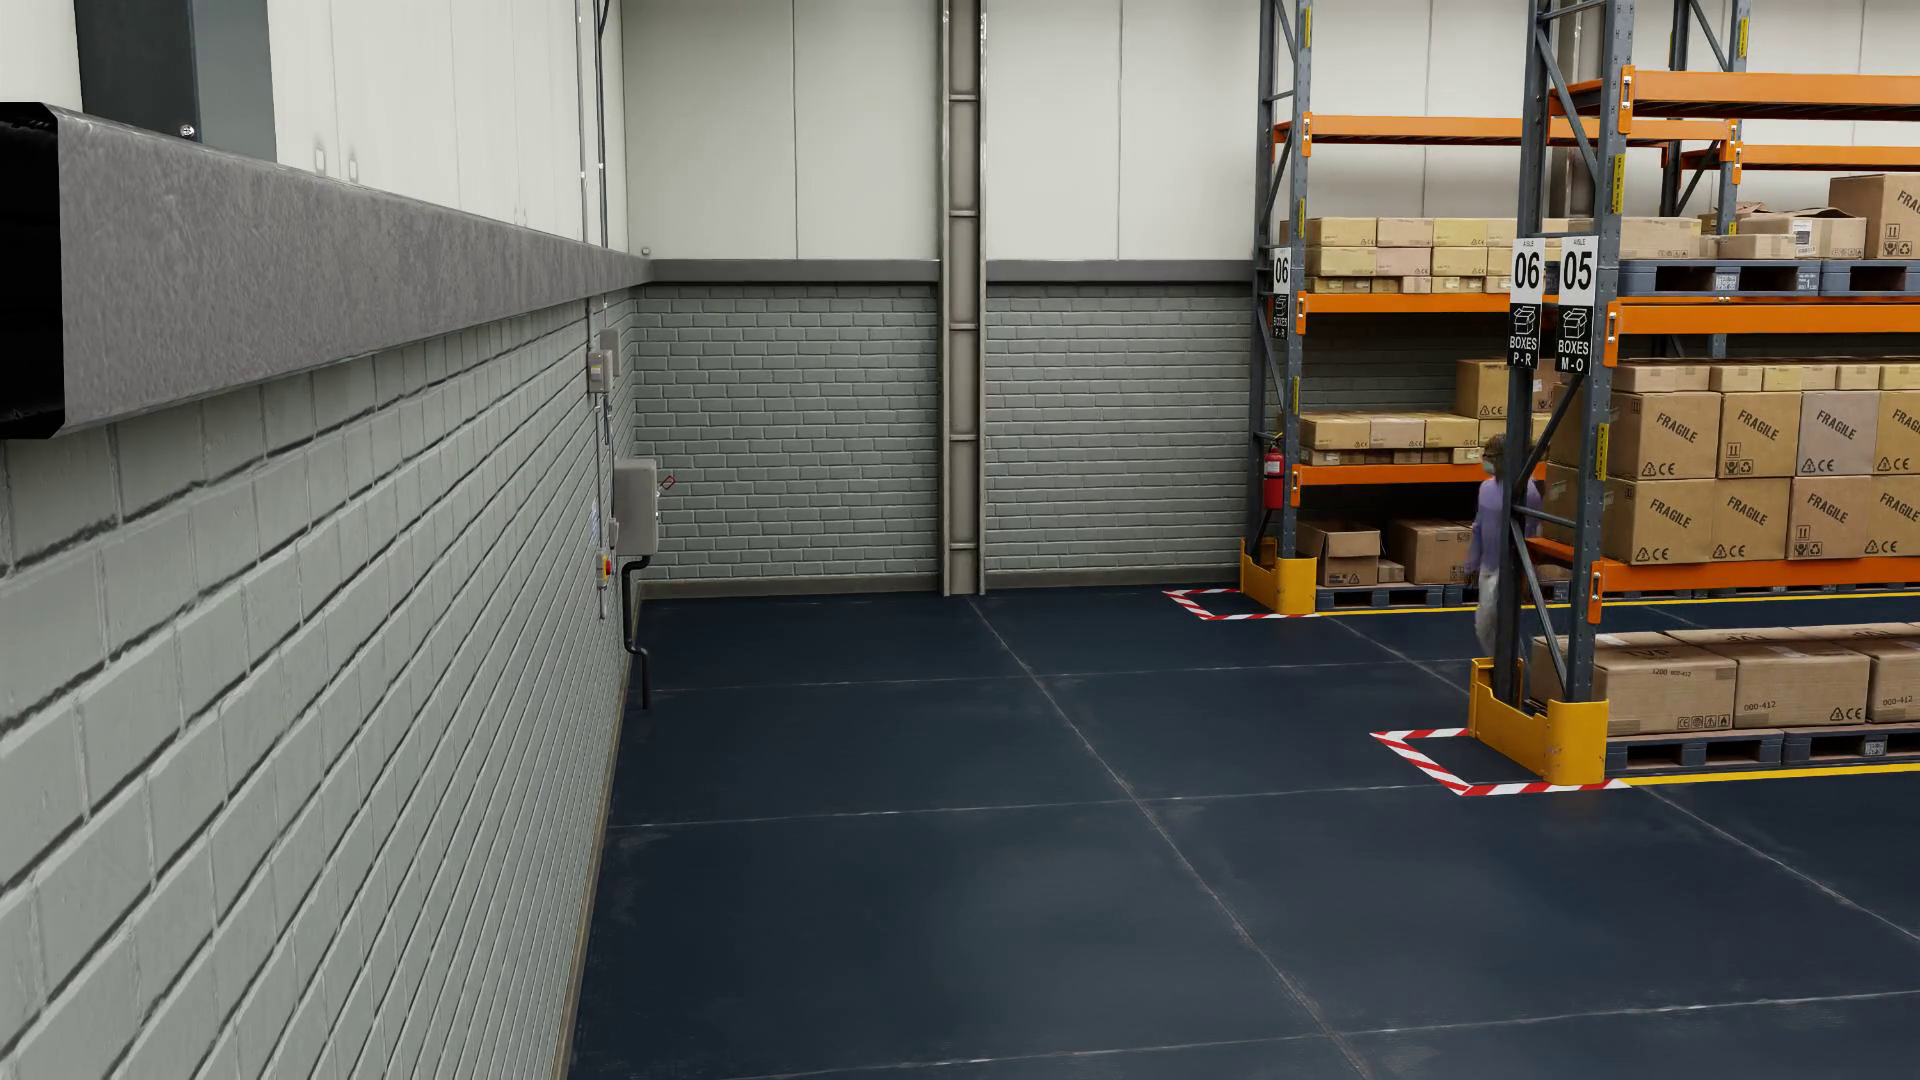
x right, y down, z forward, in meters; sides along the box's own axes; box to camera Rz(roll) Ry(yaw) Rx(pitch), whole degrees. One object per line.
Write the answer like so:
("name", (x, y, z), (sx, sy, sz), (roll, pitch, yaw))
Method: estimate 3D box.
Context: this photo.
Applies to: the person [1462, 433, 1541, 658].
("person", (3.657, 0.230, 11.446), (0.536, 1.922, 0.652), (-1, 9, -8))
